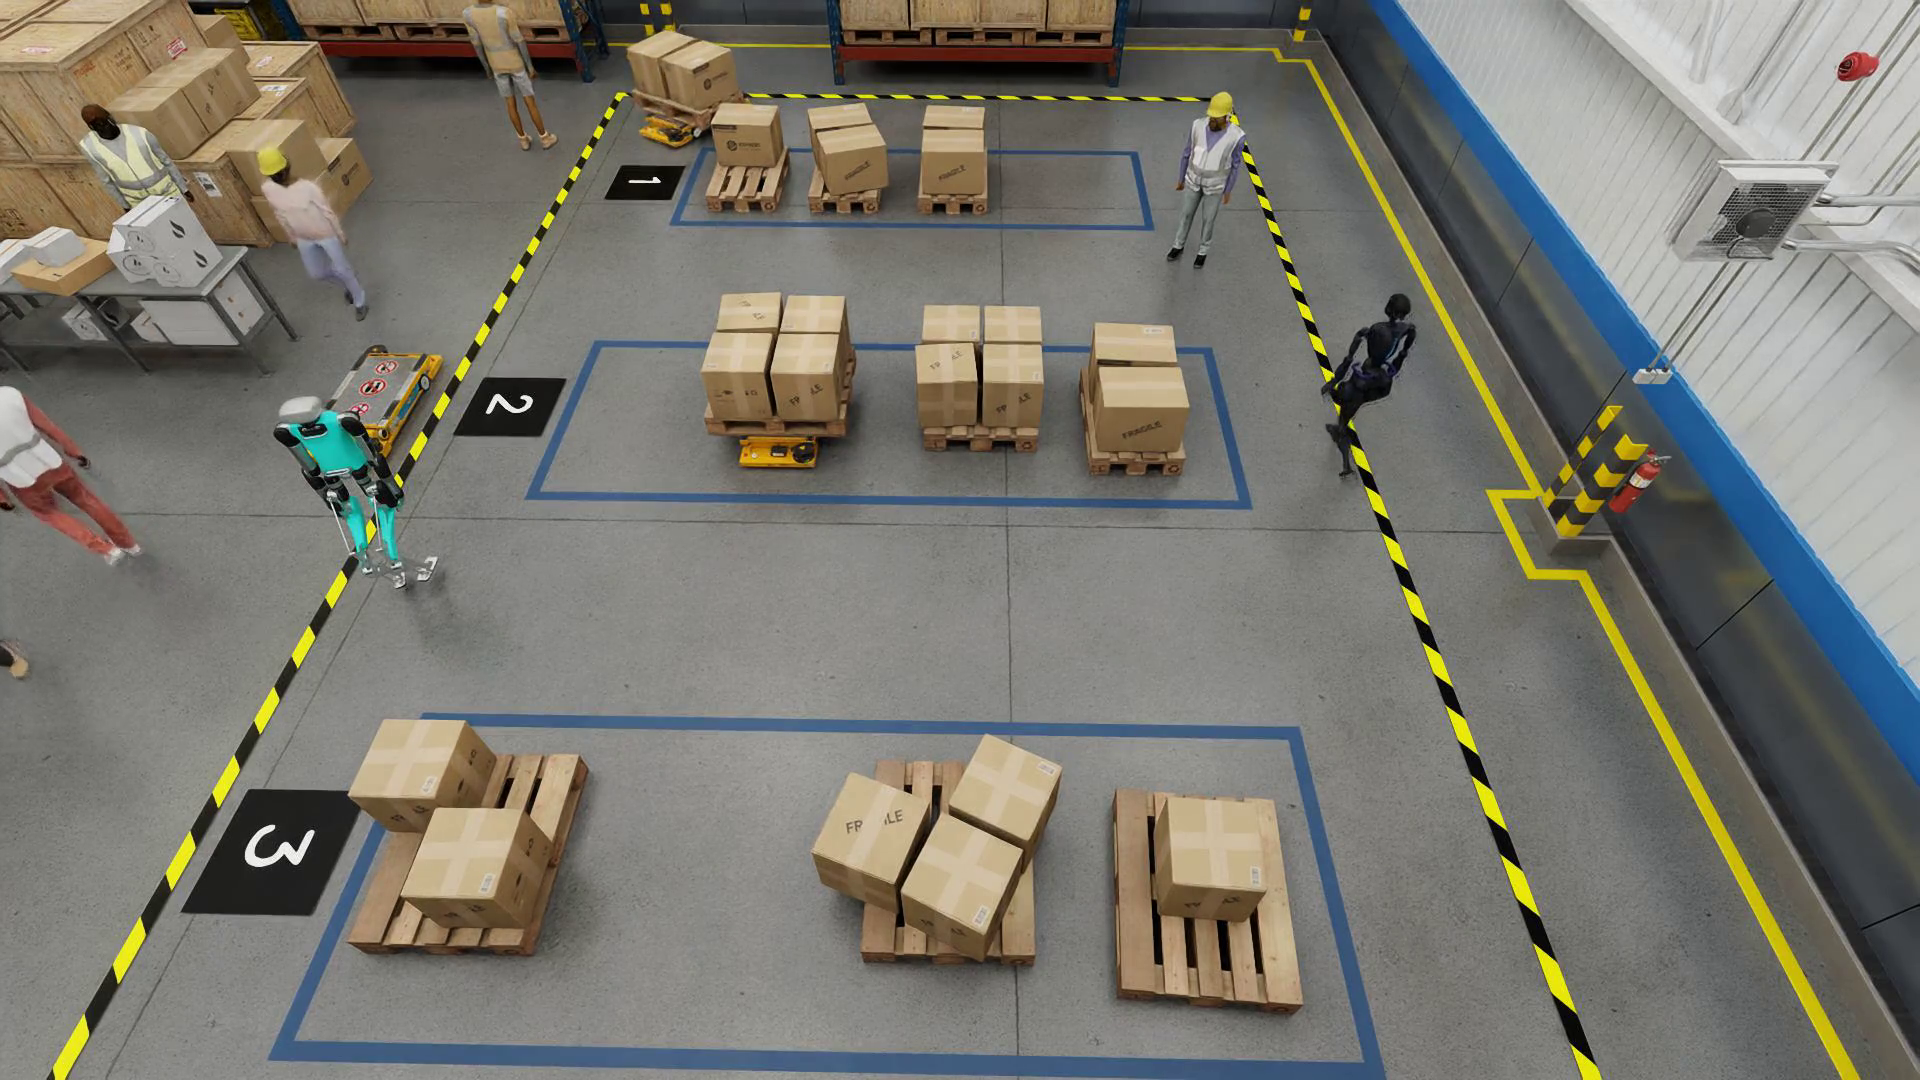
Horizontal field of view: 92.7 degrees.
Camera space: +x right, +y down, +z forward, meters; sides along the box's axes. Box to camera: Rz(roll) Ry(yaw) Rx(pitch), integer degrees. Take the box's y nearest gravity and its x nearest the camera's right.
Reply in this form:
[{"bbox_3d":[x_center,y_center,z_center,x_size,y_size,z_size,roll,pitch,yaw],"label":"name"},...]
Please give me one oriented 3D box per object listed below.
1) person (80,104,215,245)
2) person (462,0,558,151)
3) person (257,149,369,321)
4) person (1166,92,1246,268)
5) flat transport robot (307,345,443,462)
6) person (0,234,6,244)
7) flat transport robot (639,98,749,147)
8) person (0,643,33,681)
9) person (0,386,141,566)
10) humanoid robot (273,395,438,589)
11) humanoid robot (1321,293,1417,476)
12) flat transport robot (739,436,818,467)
[{"bbox_3d":[-8.157,-3.476,9.278,0.632,1.841,0.429,-28,55,-22],"label":"person"},{"bbox_3d":[-5.461,-5.748,11.076,0.605,2.034,0.388,-2,50,-2],"label":"person"},{"bbox_3d":[-6.230,-2.927,8.863,0.541,1.754,0.380,-5,50,-4],"label":"person"},{"bbox_3d":[2.533,-3.693,9.467,0.598,1.829,0.404,24,54,19],"label":"person"},{"bbox_3d":[-5.383,-1.269,8.441,0.659,0.231,1.431,1,50,1],"label":"flat transport robot"},{"bbox_3d":[-10.640,-3.658,9.427,1.119,1.858,0.561,19,52,15],"label":"person"},{"bbox_3d":[-3.518,-5.657,12.136,0.652,0.197,1.431,25,54,20],"label":"flat transport robot"},{"bbox_3d":[-6.856,0.689,5.793,0.518,1.790,1.017,-17,52,-14],"label":"person"},{"bbox_3d":[-6.792,-0.508,6.720,0.442,1.908,0.636,19,52,15],"label":"person"},{"bbox_3d":[-4.274,-0.201,6.491,0.533,1.671,0.735,-11,51,-9],"label":"humanoid robot"},{"bbox_3d":[3.362,-1.274,7.557,0.593,1.655,0.737,-7,50,-6],"label":"humanoid robot"},{"bbox_3d":[-1.582,-1.235,8.394,0.652,0.197,1.431,1,50,1],"label":"flat transport robot"}]
